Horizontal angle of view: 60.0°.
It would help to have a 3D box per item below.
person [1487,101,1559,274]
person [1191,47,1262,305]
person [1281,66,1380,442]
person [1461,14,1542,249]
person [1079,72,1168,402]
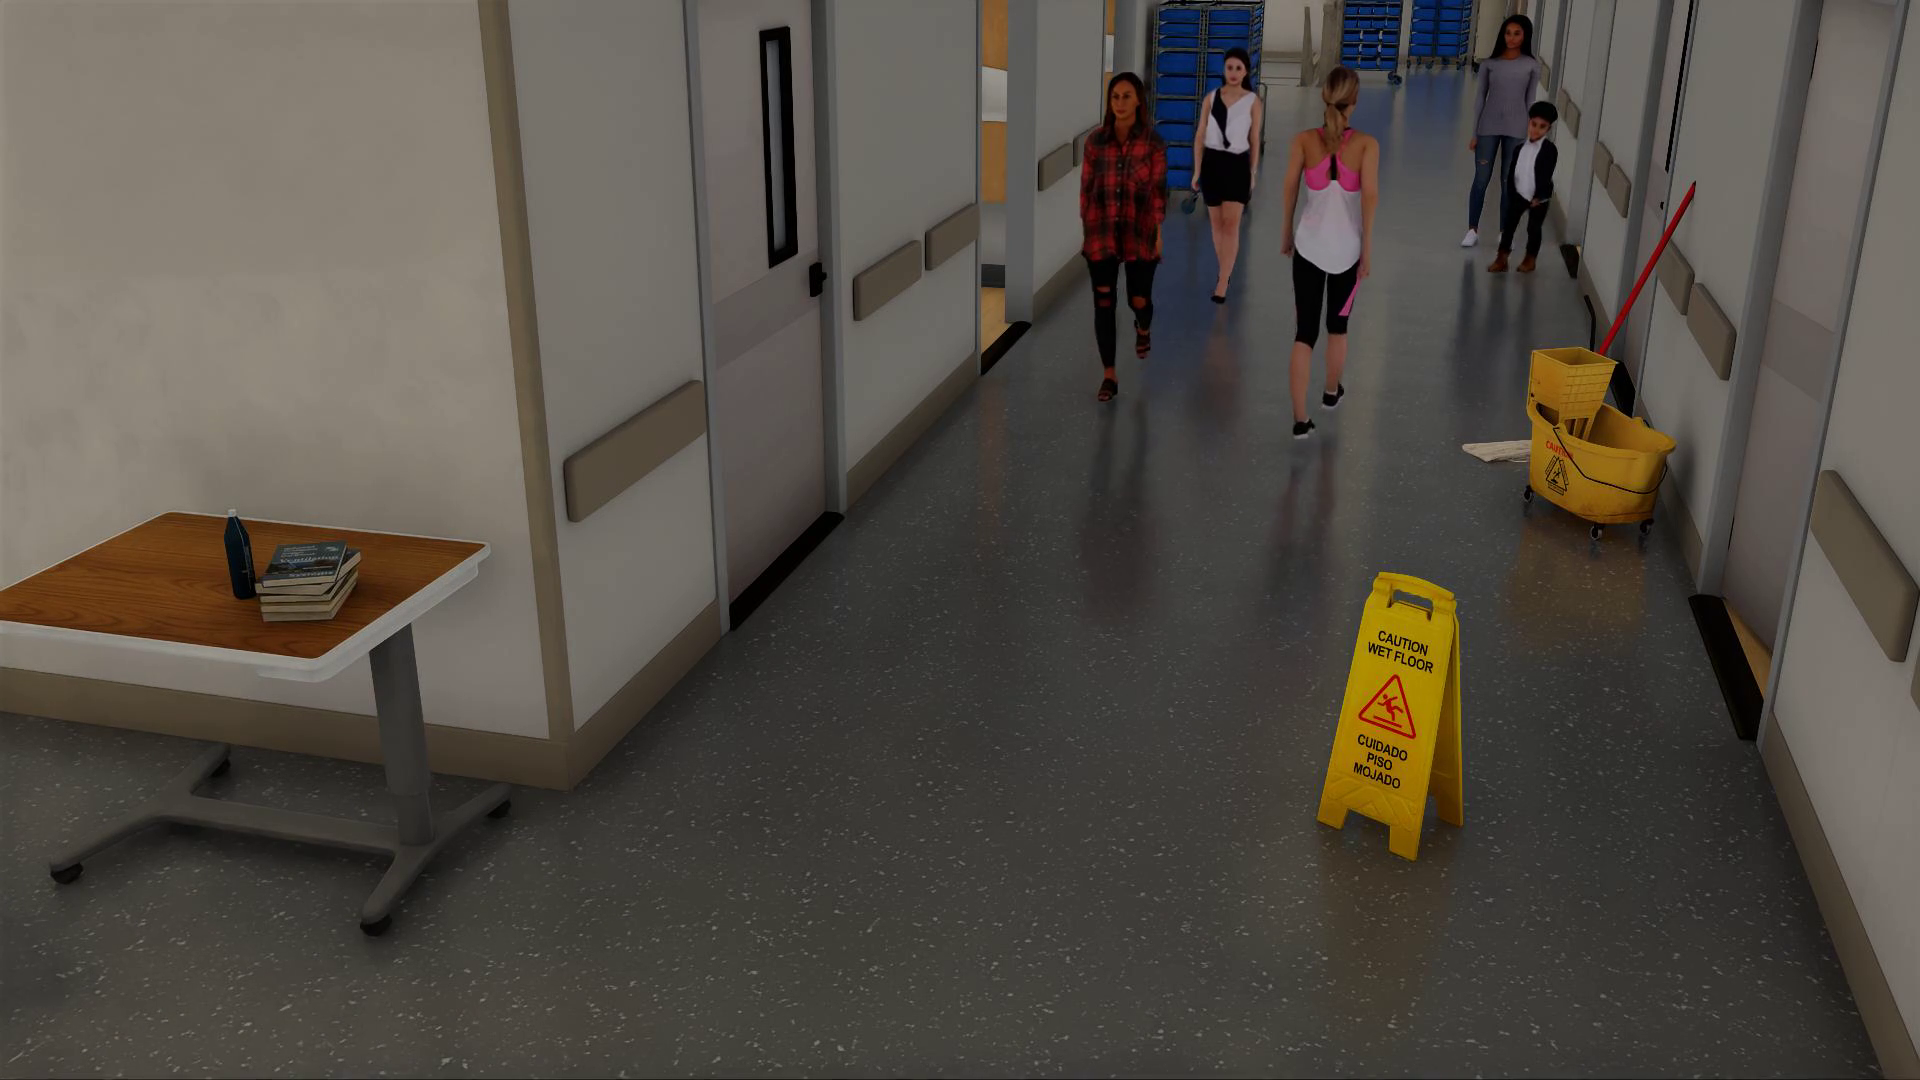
[{"bbox_3d":[4.101,-2.494,11.840,0.783,1.205,0.689,-18,27,-40],"label":"person"},{"bbox_3d":[1.756,-2.381,10.990,0.589,1.596,1.092,7,22,17],"label":"person"},{"bbox_3d":[1.731,-1.320,7.990,0.722,1.736,1.161,9,22,21],"label":"person"},{"bbox_3d":[4.149,-3.118,12.732,0.608,1.741,0.518,6,22,16],"label":"person"},{"bbox_3d":[0.872,-1.598,8.794,0.604,1.686,0.909,6,22,15],"label":"person"}]
